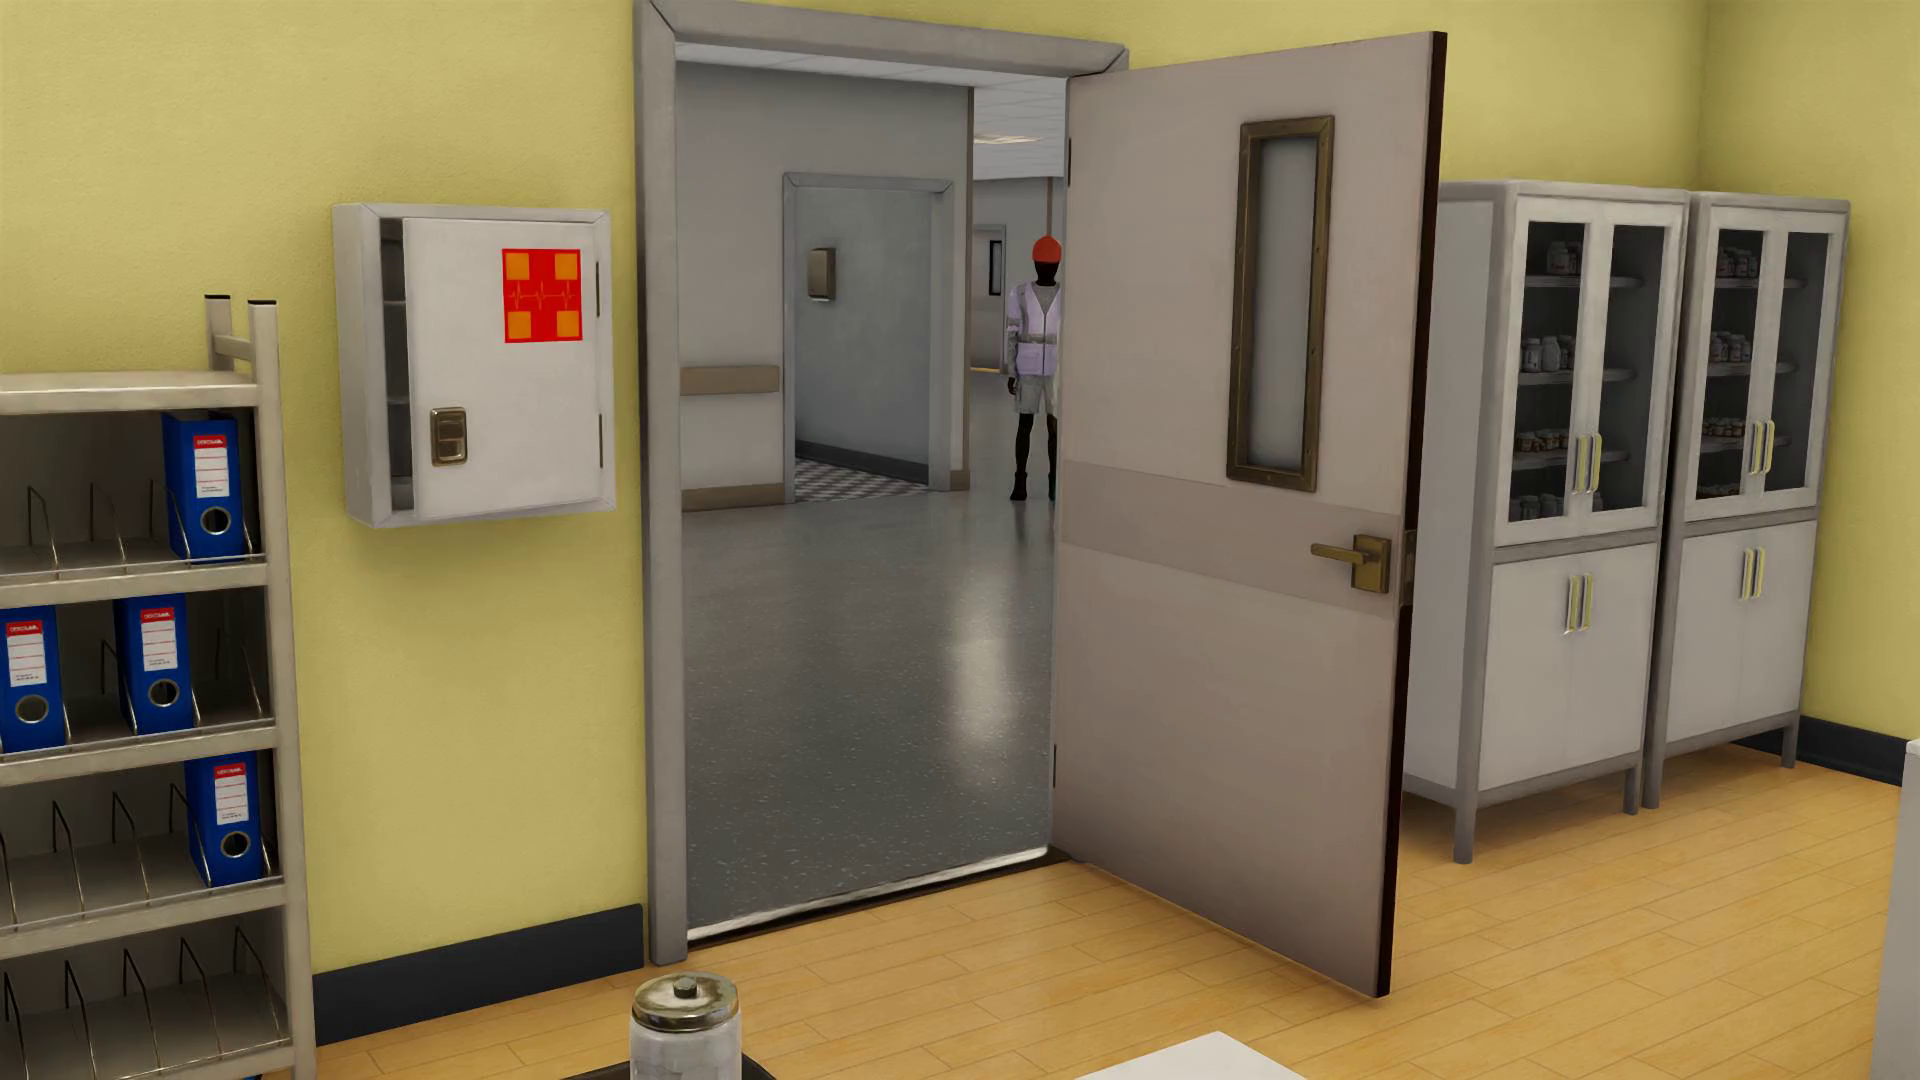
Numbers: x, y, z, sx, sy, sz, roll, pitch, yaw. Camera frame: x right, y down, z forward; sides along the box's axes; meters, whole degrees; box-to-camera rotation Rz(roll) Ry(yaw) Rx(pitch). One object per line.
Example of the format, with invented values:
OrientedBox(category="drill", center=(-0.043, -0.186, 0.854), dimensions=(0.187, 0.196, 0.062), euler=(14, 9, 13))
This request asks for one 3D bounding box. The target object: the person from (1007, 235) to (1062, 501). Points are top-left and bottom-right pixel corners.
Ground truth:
OrientedBox(category="person", center=(0.609, -1.246, 12.173), dimensions=(0.542, 1.937, 0.360), euler=(1, 10, 0))
